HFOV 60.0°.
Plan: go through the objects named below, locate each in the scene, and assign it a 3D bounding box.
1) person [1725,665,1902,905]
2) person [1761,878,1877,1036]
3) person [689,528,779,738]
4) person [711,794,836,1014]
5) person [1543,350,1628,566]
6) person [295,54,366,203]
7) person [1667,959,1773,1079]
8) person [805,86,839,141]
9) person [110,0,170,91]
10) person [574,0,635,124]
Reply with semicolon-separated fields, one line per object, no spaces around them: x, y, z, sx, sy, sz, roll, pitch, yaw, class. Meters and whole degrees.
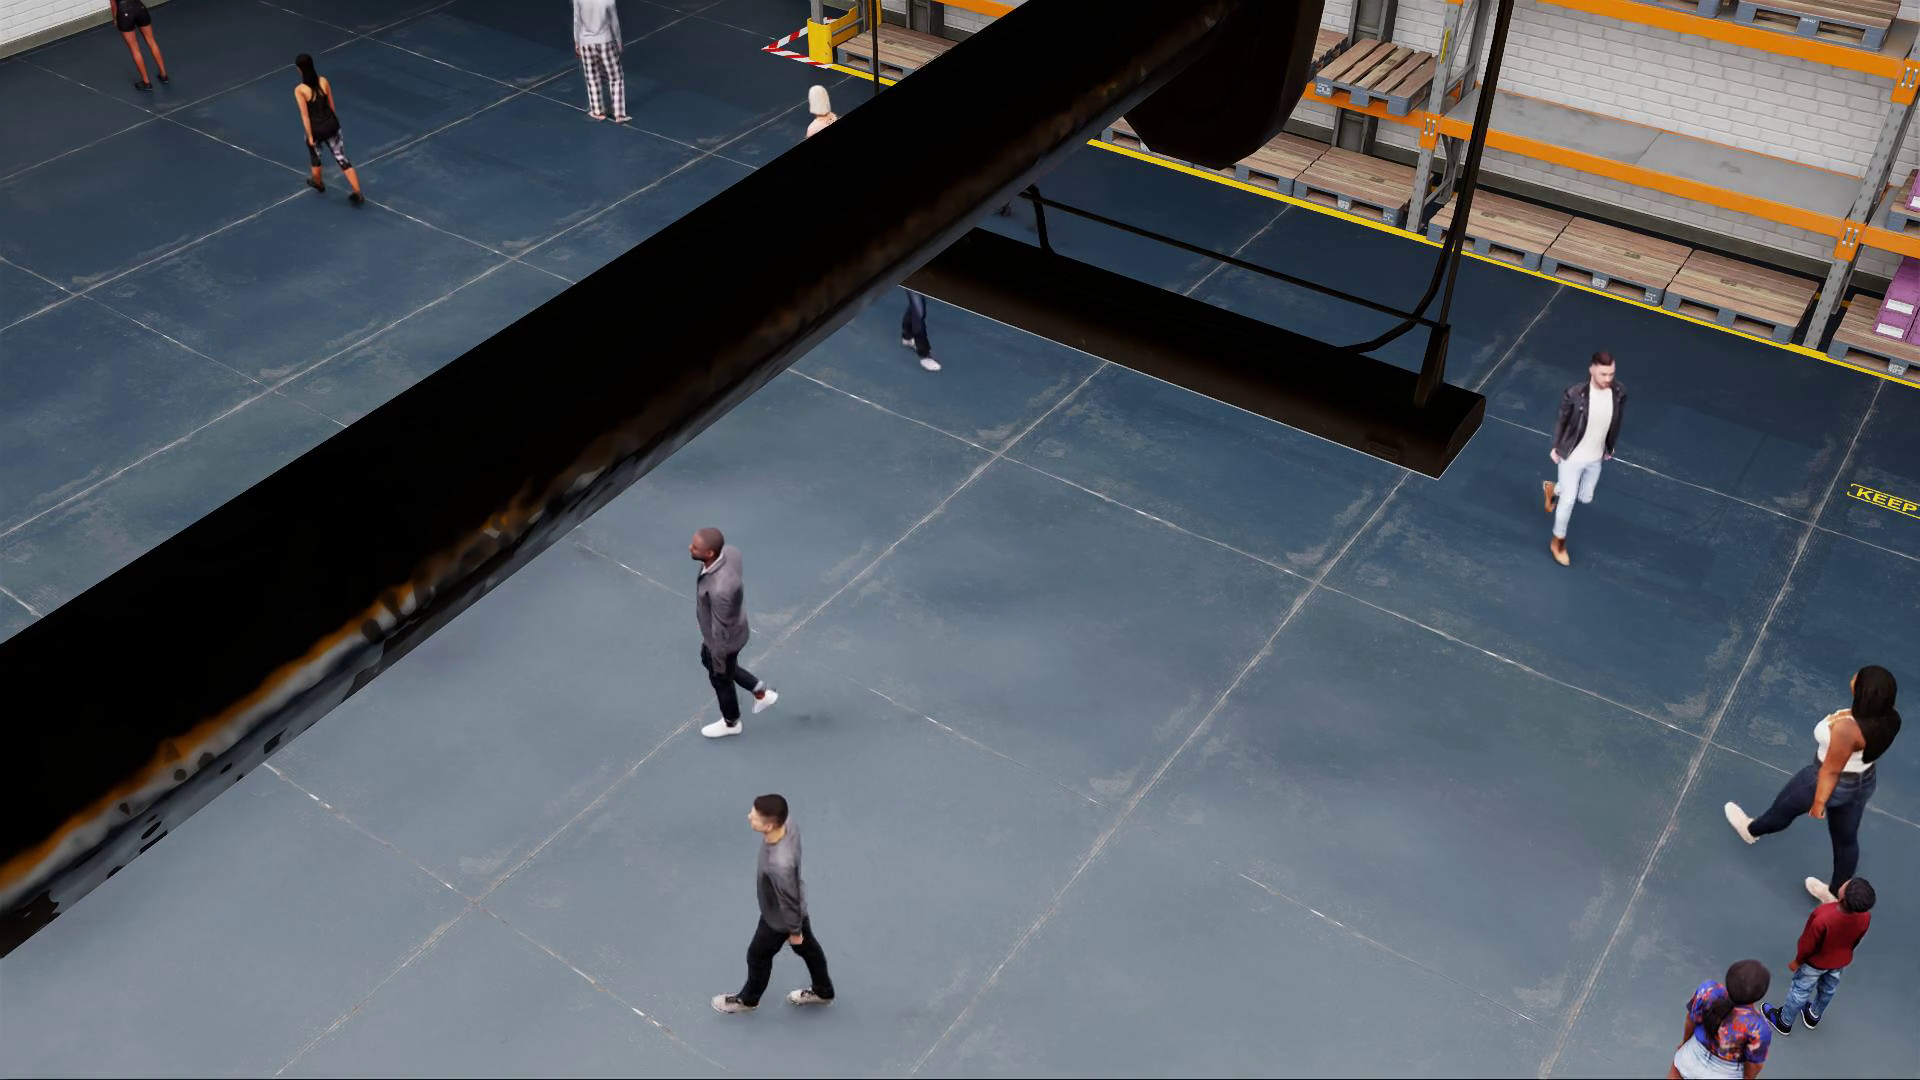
5.383;1.557;10.070;1.067;1.763;1.219;-13;40;-15;person
4.928;2.363;9.468;0.577;1.256;0.640;-6;39;-7;person
-1.512;0.621;11.205;0.989;1.809;0.933;-3;39;-3;person
-0.912;2.087;9.433;1.069;1.731;0.951;0;39;0;person
4.783;-0.709;12.866;1.016;1.816;1.061;-4;39;-5;person
-6.656;-4.300;17.519;1.083;1.620;0.618;25;45;28;person
3.876;2.741;8.602;0.707;1.746;0.560;-25;45;-28;person
-1.314;-3.703;16.697;0.619;1.714;0.603;22;44;25;person
-9.913;-6.267;19.885;0.511;1.741;0.604;21;43;24;person
-4.187;-5.691;19.105;0.875;1.814;0.940;-14;41;-17;person
